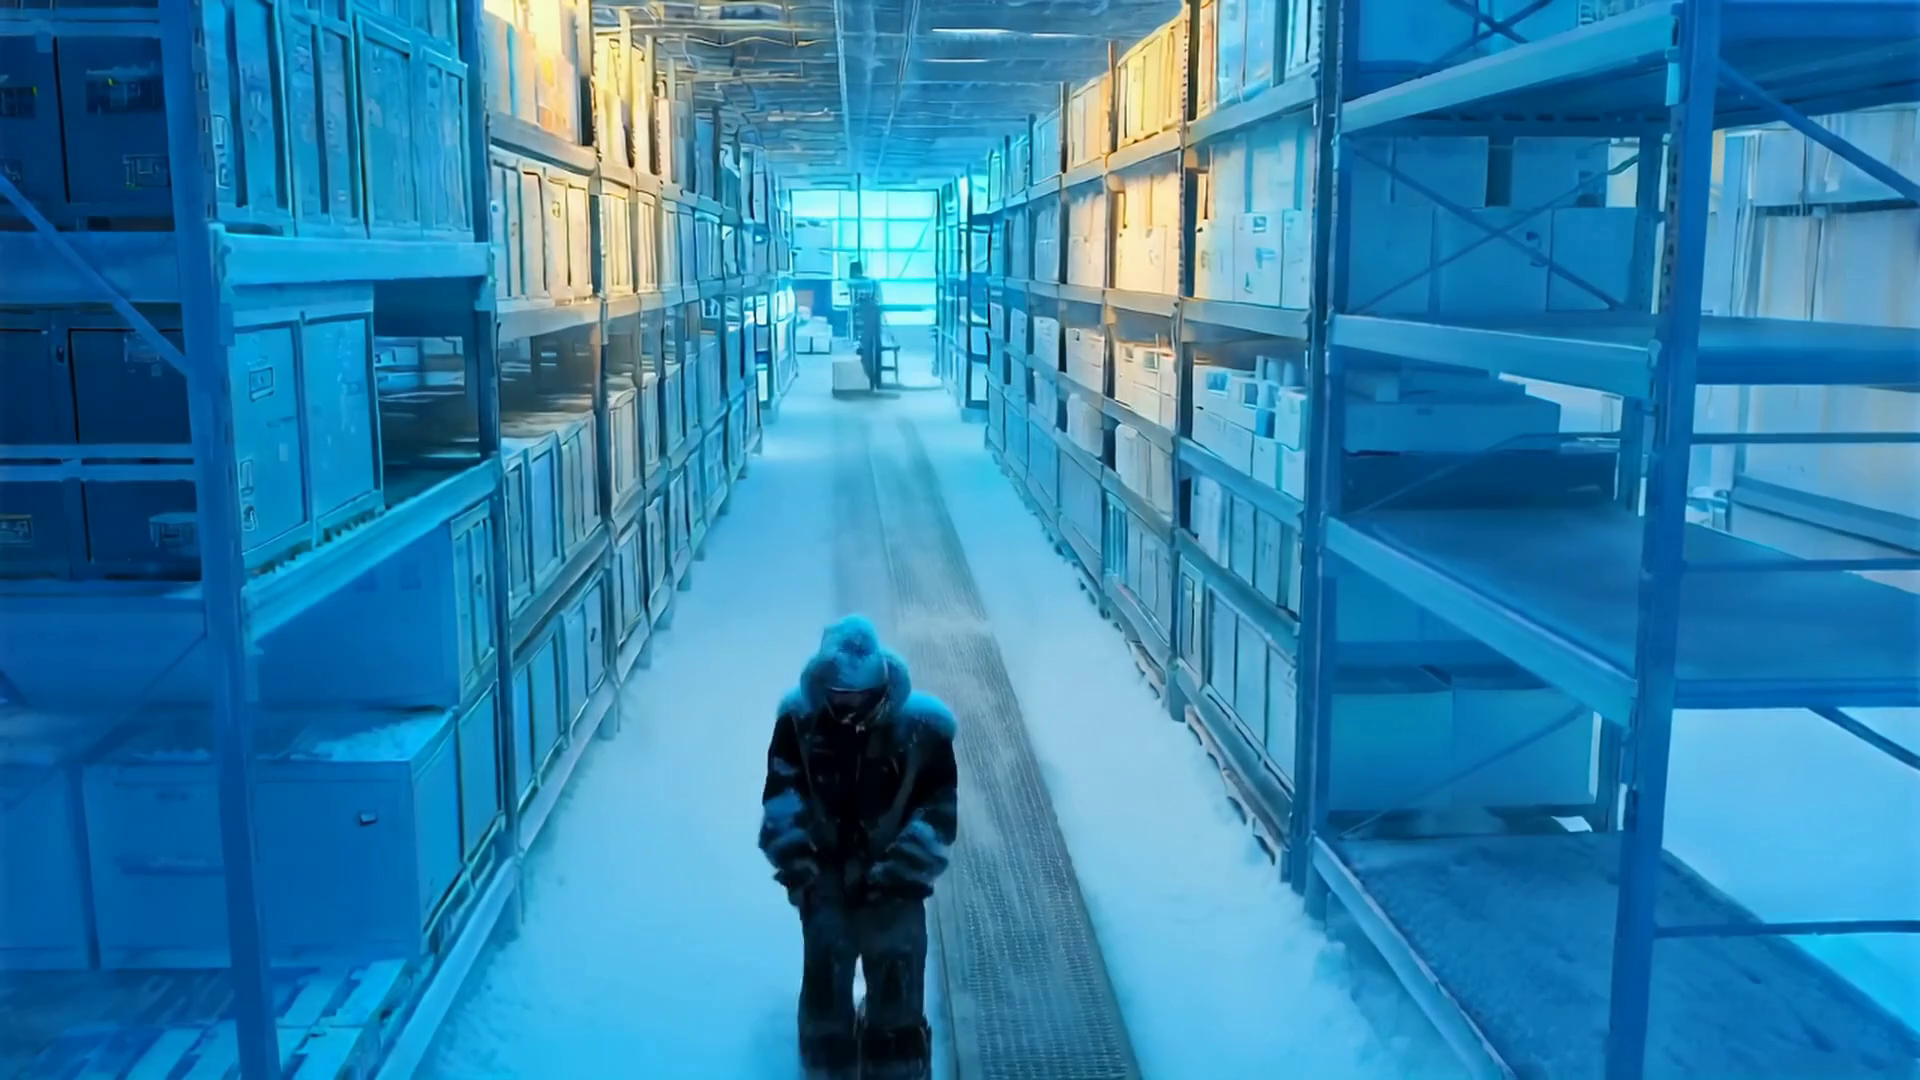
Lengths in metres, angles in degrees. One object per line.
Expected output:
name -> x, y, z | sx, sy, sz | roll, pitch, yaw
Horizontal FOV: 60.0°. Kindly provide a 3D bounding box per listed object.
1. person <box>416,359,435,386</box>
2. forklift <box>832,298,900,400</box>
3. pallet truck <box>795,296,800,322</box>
person -> -11.004, -2.799, 34.256 | 0.998, 1.864, 0.664 | 0, 10, -2
forklift -> -2.632, -5.341, 46.371 | 1.873, 2.768, 1.129 | 0, 10, -1
pallet truck -> -8.622, -12.439, 91.403 | 1.885, 1.965, 0.823 | 2, 10, 13
